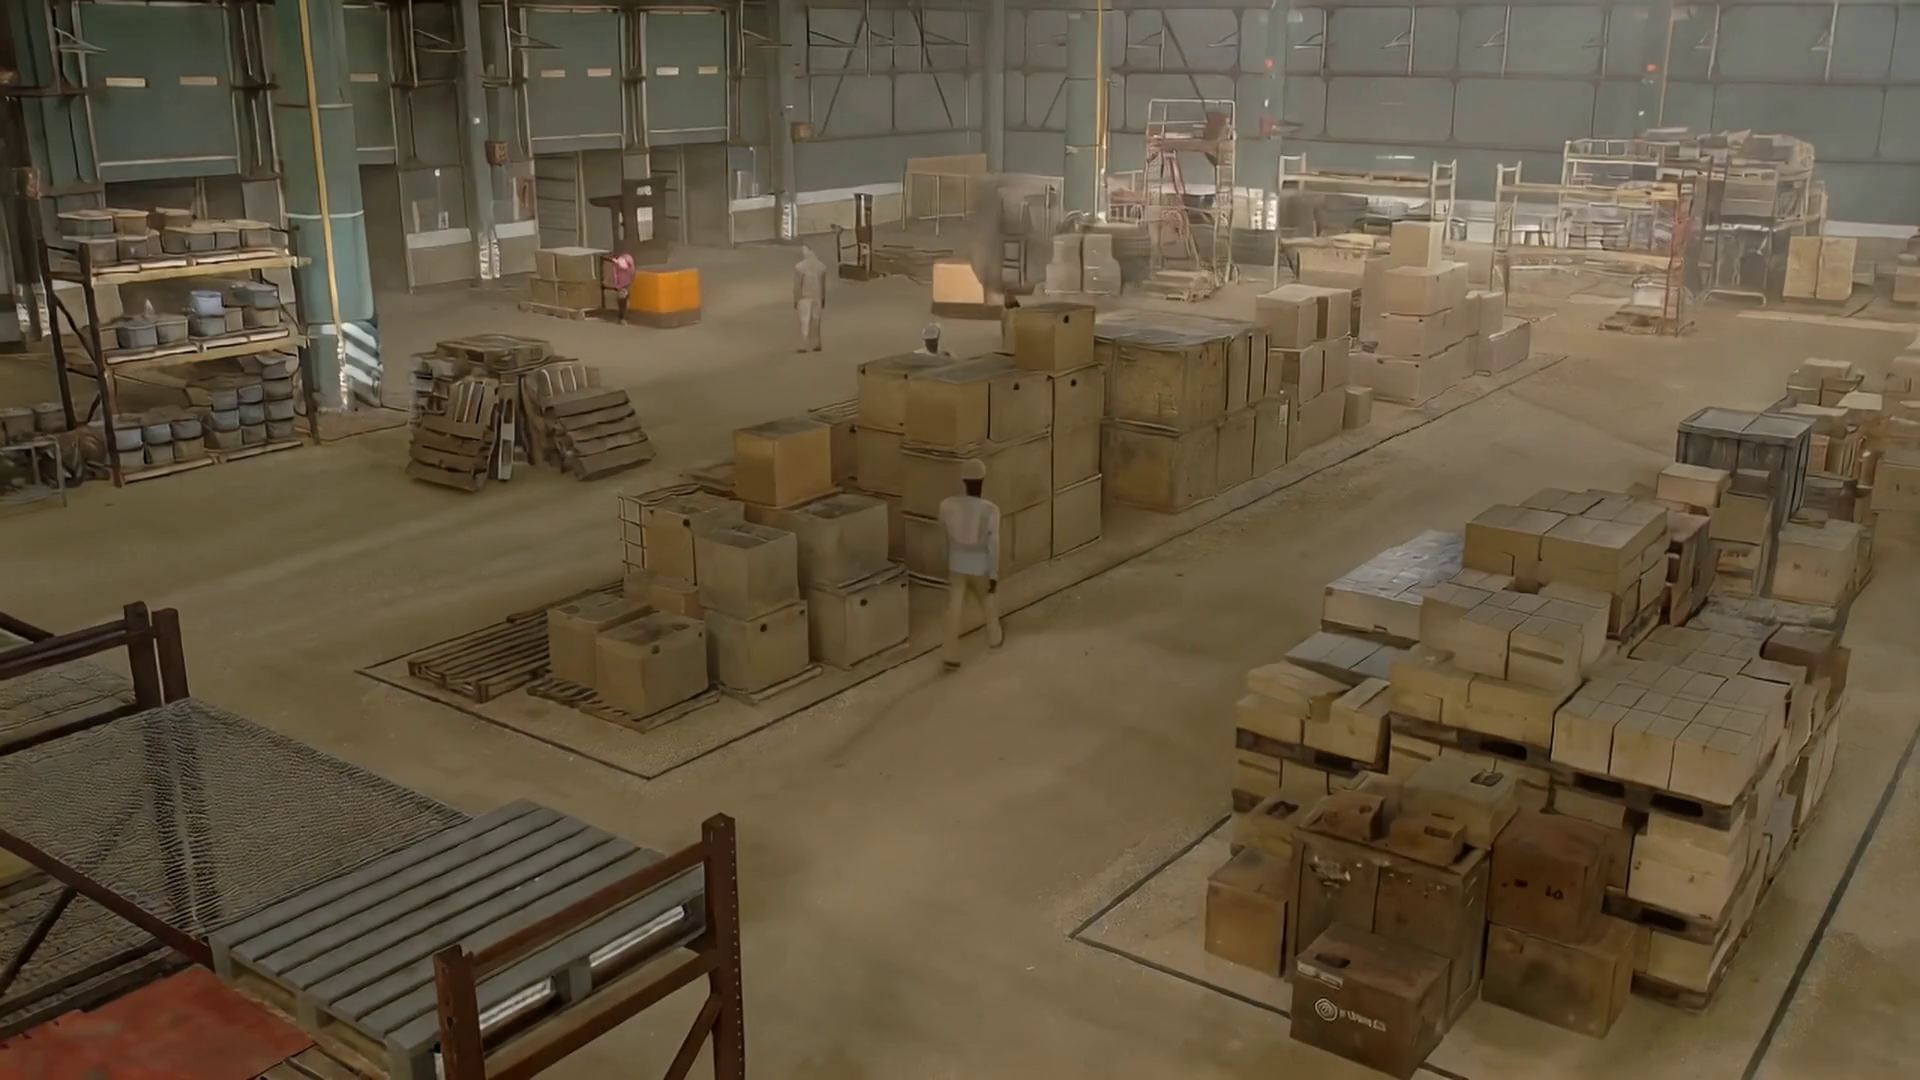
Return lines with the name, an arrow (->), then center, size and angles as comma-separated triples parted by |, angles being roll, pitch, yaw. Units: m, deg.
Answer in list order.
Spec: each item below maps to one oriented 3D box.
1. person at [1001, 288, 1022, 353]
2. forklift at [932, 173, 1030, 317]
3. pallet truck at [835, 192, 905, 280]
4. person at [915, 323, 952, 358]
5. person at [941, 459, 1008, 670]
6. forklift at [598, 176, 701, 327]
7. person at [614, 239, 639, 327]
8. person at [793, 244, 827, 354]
person -> 0.771, -2.747, 24.480 | 0.374, 1.936, 0.627 | -7, 18, -23
forklift -> 0.432, -5.931, 33.414 | 1.873, 2.768, 1.129 | 3, 17, 8
pallet truck -> -1.936, -7.159, 38.982 | 1.885, 1.965, 0.823 | -12, 21, -34
person -> -0.373, -1.838, 21.466 | 0.545, 1.938, 0.358 | 7, 18, 22
person -> 0.097, 0.203, 14.839 | 0.586, 1.872, 1.025 | 6, 18, 19
forklift -> -6.138, -5.705, 32.666 | 1.873, 2.768, 1.129 | 12, 21, 35
person -> -6.492, -5.025, 32.429 | 0.317, 1.695, 0.540 | 13, 21, 37
person -> -2.660, -4.276, 29.559 | 0.639, 1.928, 0.373 | -10, 19, -30
